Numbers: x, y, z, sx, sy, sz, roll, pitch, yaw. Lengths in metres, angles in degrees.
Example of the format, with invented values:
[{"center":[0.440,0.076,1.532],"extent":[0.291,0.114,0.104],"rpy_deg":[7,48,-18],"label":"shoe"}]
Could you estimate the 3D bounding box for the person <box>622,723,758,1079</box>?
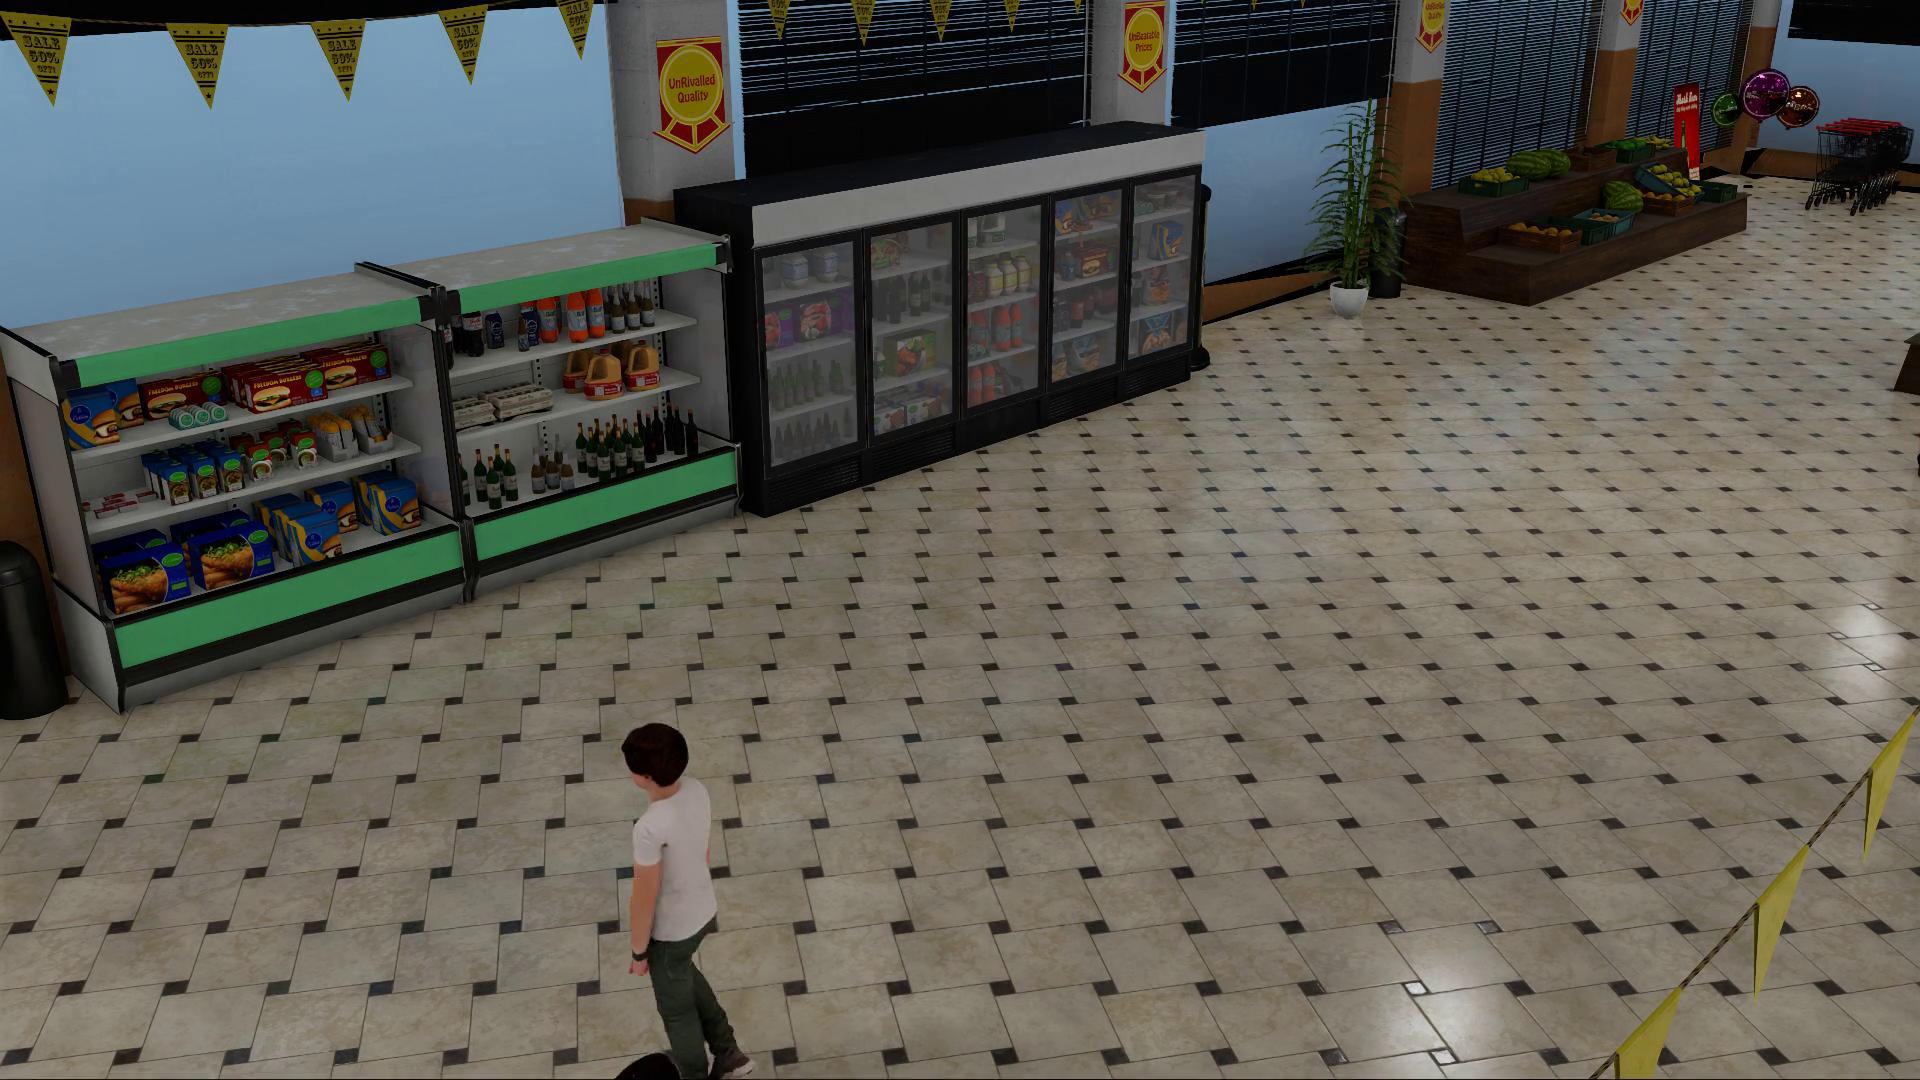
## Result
[{"center":[-0.970,1.426,6.113],"extent":[0.789,1.649,0.741],"rpy_deg":[8,23,20],"label":"person"}]
